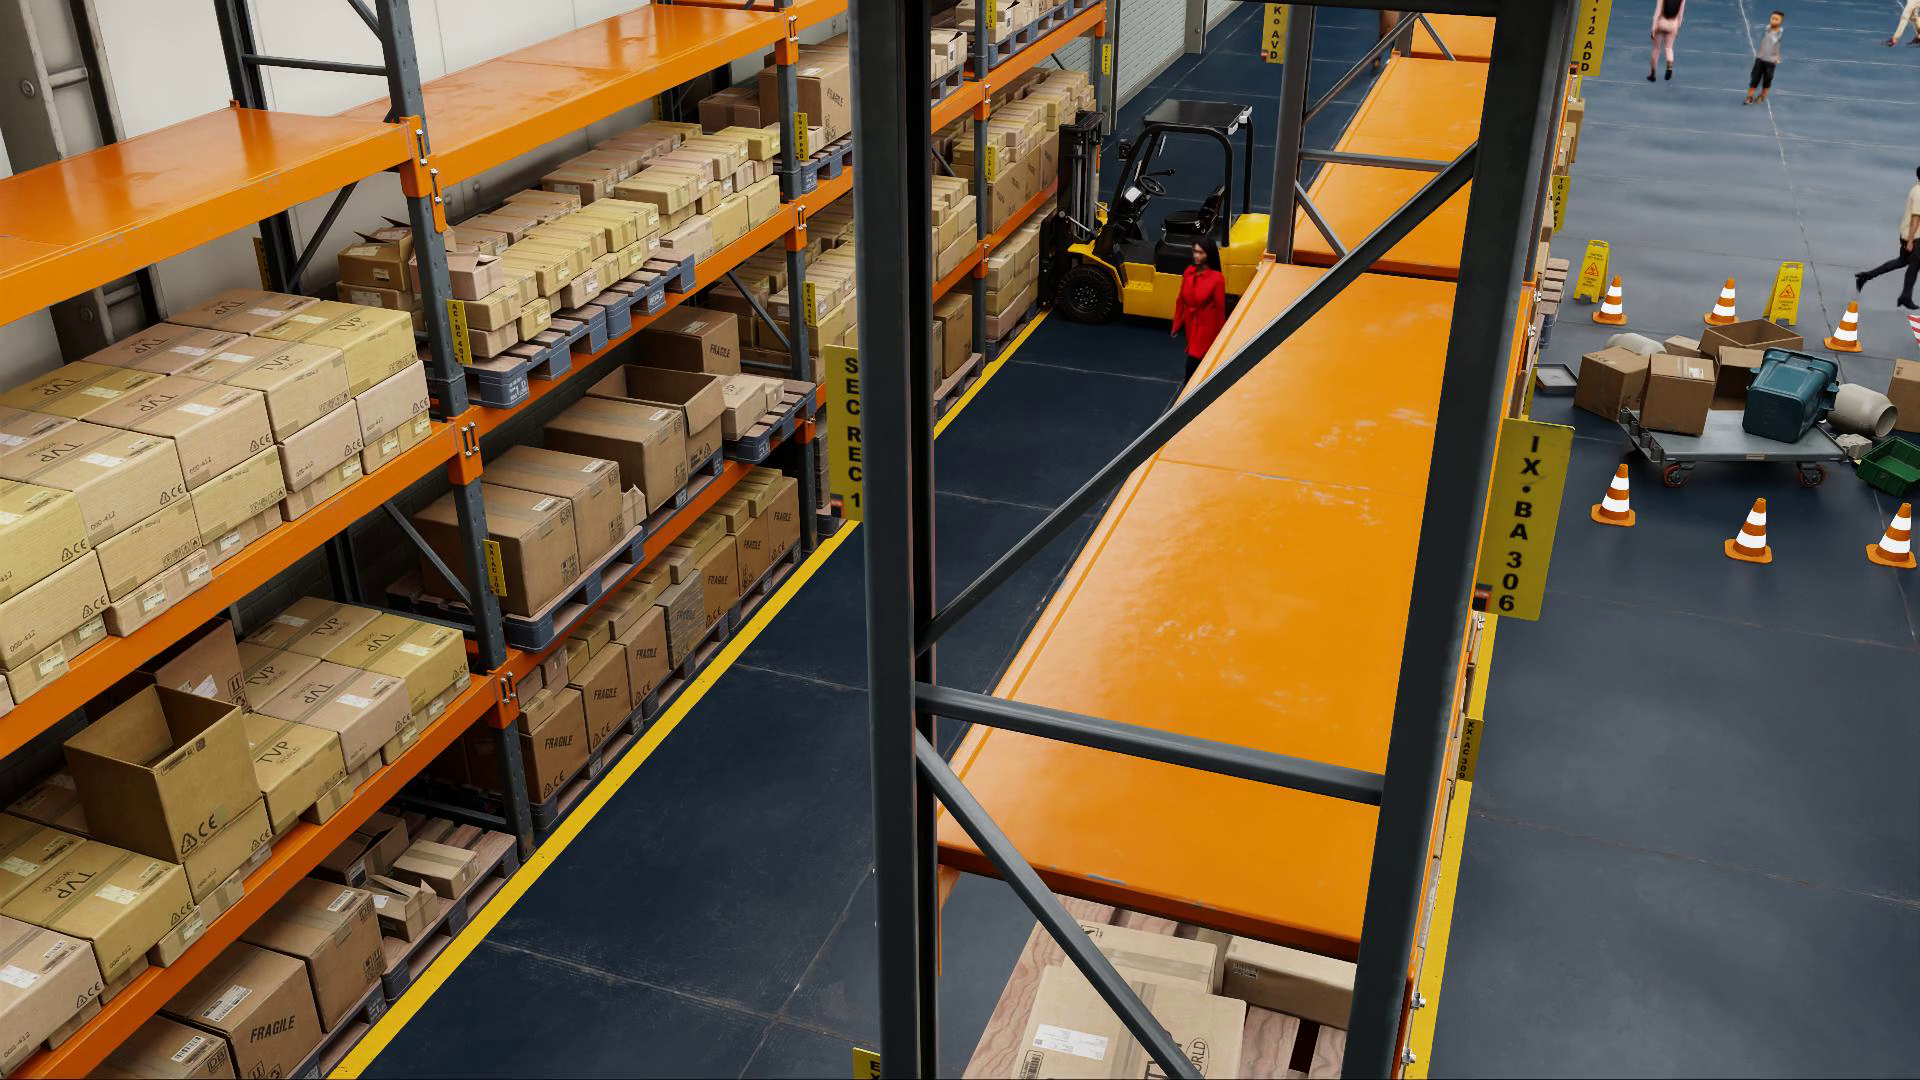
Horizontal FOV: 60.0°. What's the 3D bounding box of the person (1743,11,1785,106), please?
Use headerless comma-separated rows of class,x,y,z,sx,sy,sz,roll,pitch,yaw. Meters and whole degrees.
person,12.550,-7.522,25.767,0.811,1.433,1.003,23,36,36

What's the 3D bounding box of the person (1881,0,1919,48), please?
person,16.905,-9.609,29.266,0.870,1.827,1.052,2,28,5

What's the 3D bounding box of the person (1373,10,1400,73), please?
person,7.103,-8.596,27.508,0.845,1.693,1.206,18,33,30

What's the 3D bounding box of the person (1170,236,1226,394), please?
person,2.191,-1.865,14.860,1.188,1.700,0.953,-24,36,-38

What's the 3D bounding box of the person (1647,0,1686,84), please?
person,11.383,-8.188,26.726,0.826,1.707,1.004,-1,28,-1

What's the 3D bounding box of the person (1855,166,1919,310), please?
person,9.958,-3.207,17.523,0.661,1.567,0.833,11,30,20
